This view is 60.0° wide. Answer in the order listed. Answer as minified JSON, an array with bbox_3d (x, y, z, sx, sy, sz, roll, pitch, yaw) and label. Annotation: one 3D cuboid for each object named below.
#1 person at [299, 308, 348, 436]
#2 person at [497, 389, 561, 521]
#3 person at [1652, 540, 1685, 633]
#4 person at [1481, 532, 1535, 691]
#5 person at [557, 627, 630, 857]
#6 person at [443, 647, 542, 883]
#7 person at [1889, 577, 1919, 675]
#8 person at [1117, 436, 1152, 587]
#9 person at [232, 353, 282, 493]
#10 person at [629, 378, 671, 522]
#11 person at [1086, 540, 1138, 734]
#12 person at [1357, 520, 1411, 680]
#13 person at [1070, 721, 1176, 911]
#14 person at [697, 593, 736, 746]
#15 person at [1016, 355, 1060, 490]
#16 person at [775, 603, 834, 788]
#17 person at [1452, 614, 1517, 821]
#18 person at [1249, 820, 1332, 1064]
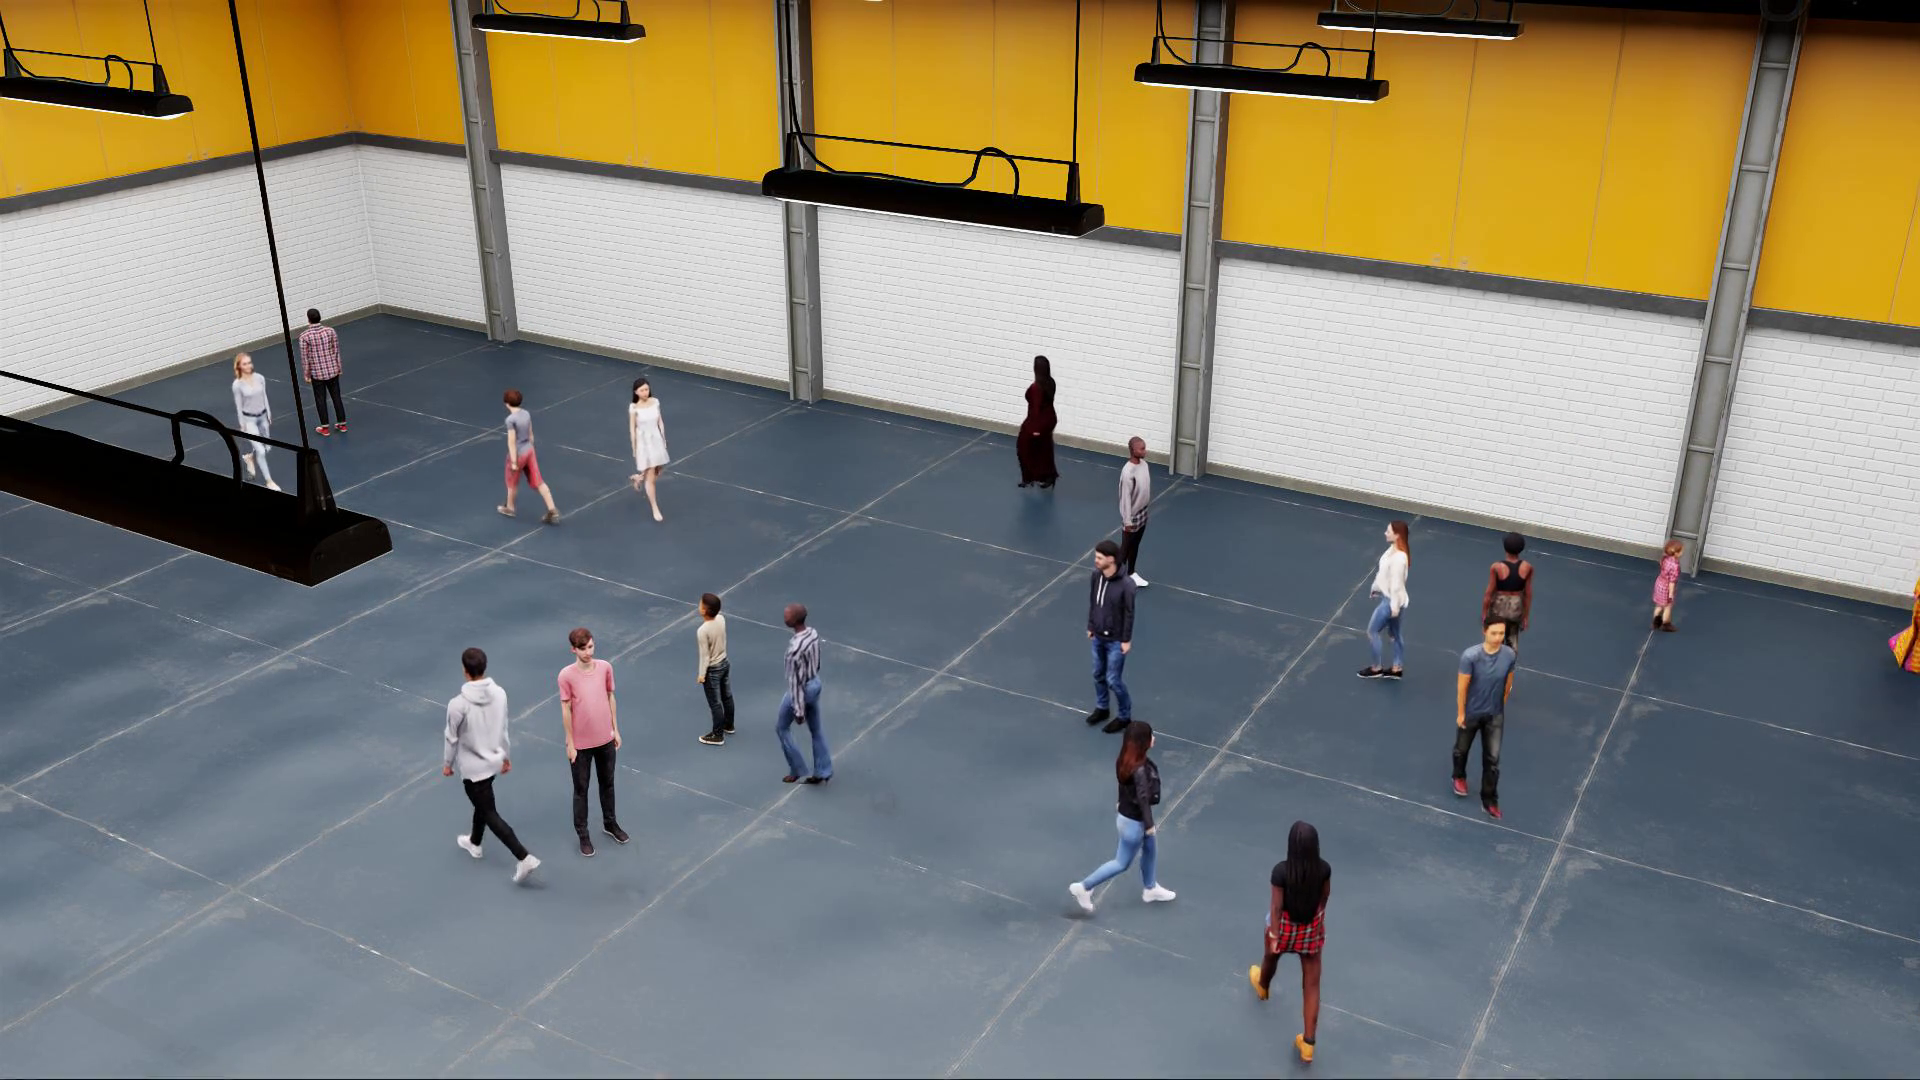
[{"bbox_3d":[-8.674,-2.308,22.679,0.757,1.758,0.728,-17,29,-33],"label":"person"},{"bbox_3d":[-5.140,-0.968,19.791,1.135,1.615,0.611,14,27,29],"label":"person"},{"bbox_3d":[7.307,0.461,17.268,0.590,1.018,0.532,-3,24,-6],"label":"person"},{"bbox_3d":[5.199,0.750,15.776,0.731,1.684,0.780,3,24,6],"label":"person"},{"bbox_3d":[-2.996,1.599,13.491,0.694,1.959,0.676,-17,29,-34],"label":"person"},{"bbox_3d":[-3.692,1.809,13.106,1.249,1.880,0.733,13,27,27],"label":"person"},{"bbox_3d":[9.500,0.539,16.284,0.804,1.664,0.703,8,25,18],"label":"person"},{"bbox_3d":[1.873,-0.297,18.062,0.537,1.770,0.611,15,28,30],"label":"person"},{"bbox_3d":[-8.842,-1.481,20.758,1.007,1.781,0.684,17,29,34],"label":"person"},{"bbox_3d":[-3.768,-1.110,19.940,0.837,1.755,1.063,-18,29,-35],"label":"person"},{"bbox_3d":[1.408,0.865,15.269,0.822,1.879,0.668,-18,29,-35],"label":"person"},{"bbox_3d":[4.271,0.604,16.119,0.720,1.675,0.692,8,25,17],"label":"person"},{"bbox_3d":[1.260,2.143,12.687,1.169,1.604,0.993,-1,24,-3],"label":"person"},{"bbox_3d":[-2.229,1.157,15.119,0.515,1.464,0.559,10,26,22],"label":"person"},{"bbox_3d":[1.084,-1.420,20.673,0.771,1.738,0.691,11,26,24],"label":"person"},{"bbox_3d":[-1.250,1.366,14.253,0.767,1.774,0.752,8,25,17],"label":"person"},{"bbox_3d":[4.395,1.407,14.152,1.078,1.779,1.031,0,24,1],"label":"person"},{"bbox_3d":[2.312,2.731,11.255,1.172,1.675,1.175,-4,24,-10],"label":"person"}]
